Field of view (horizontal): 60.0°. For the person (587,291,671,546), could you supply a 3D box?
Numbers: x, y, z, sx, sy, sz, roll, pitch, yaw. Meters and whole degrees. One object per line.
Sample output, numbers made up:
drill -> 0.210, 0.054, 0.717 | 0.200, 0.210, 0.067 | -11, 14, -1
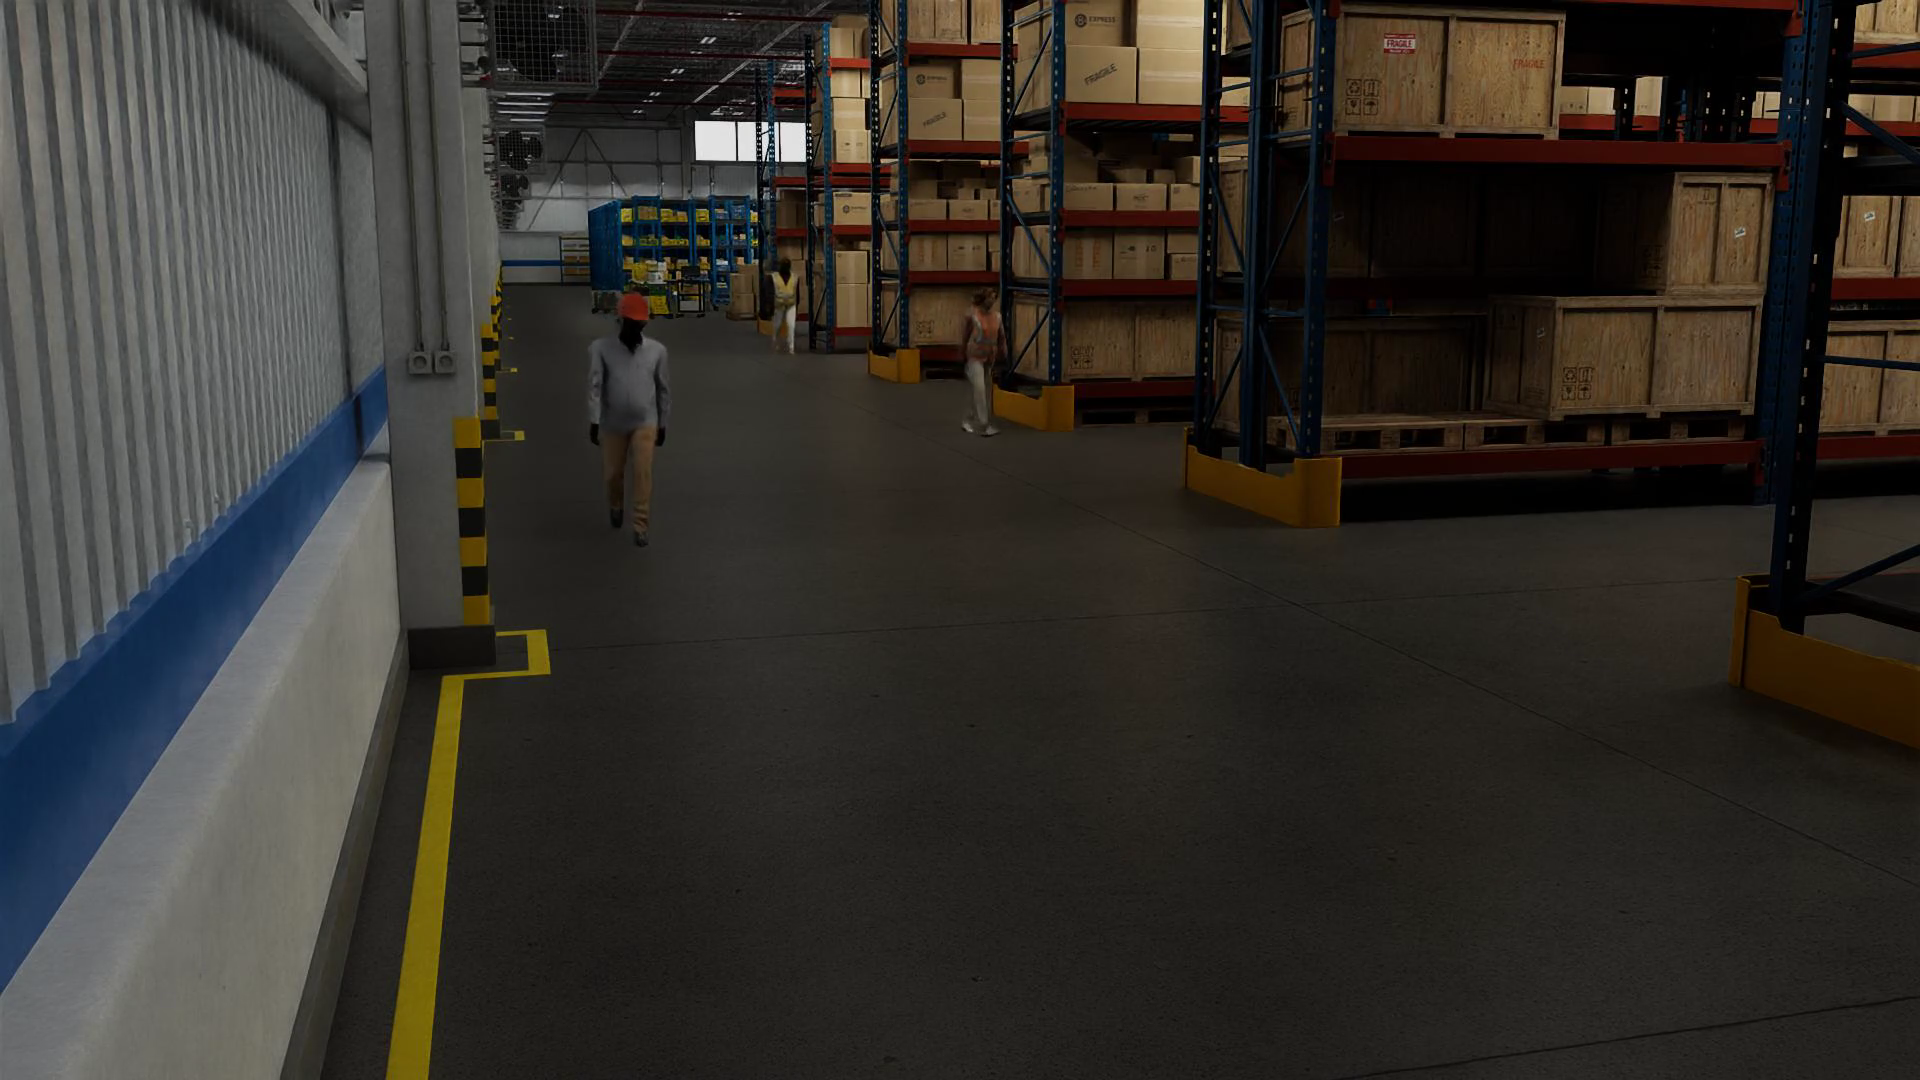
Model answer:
person -> -2.267, -0.842, 11.392 | 0.569, 1.726, 0.578 | -3, 10, -17

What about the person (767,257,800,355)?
person -> -3.319, -4.398, 31.270 | 0.615, 1.823, 0.763 | -3, 10, -16

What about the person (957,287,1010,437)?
person -> 0.228, -1.914, 17.863 | 0.510, 1.589, 0.835 | -8, 13, -40

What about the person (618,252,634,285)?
person -> -11.546, -9.040, 57.513 | 0.563, 1.837, 0.389 | -7, 12, -34
